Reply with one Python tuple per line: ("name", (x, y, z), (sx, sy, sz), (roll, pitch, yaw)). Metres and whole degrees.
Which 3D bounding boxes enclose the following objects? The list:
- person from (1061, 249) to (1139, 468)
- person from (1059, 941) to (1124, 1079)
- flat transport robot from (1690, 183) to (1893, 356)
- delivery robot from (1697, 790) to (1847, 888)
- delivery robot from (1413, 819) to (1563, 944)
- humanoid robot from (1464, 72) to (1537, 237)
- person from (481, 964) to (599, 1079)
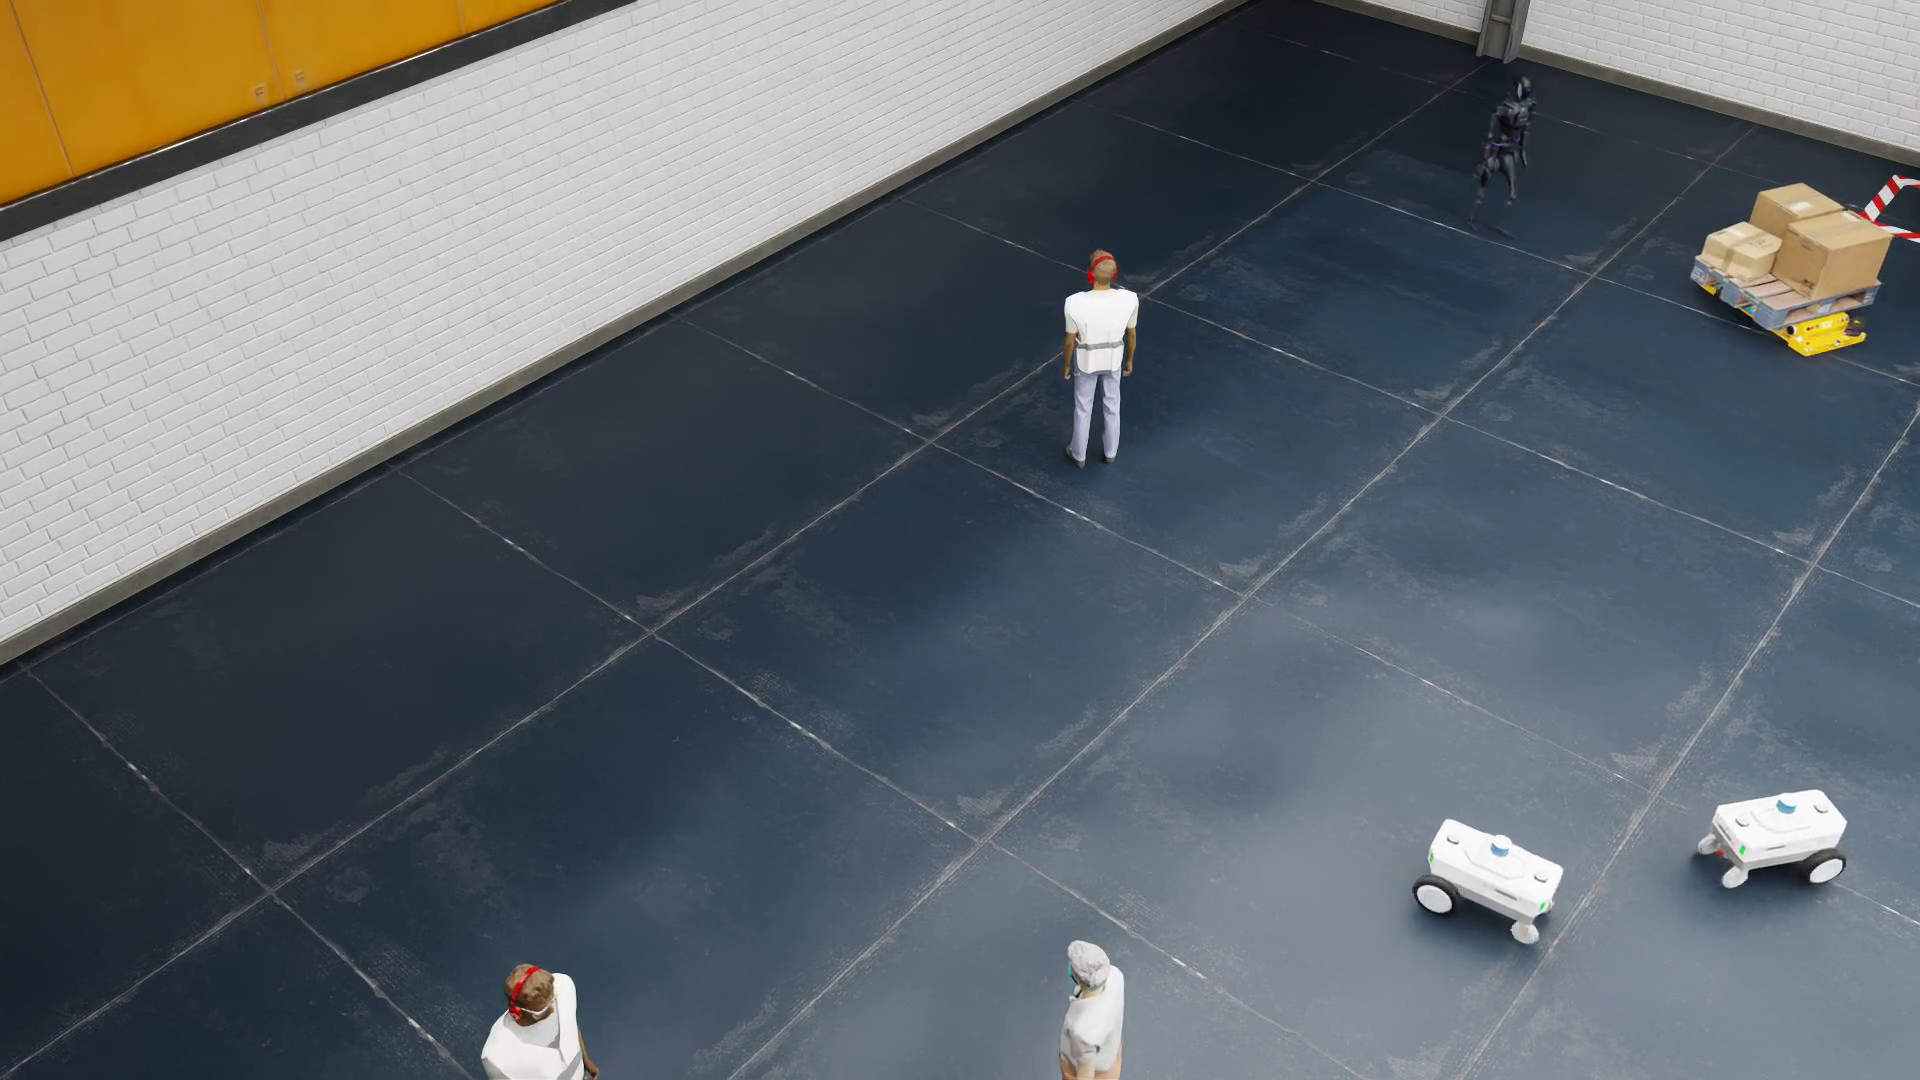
("person", (1.058, -1.355, 12.708), (0.569, 1.849, 0.384), (-6, 39, -7))
("person", (0.609, 2.518, 7.984), (0.326, 1.744, 0.478), (14, 41, 17))
("flat transport robot", (7.344, -2.134, 14.935), (0.659, 0.231, 1.431), (-14, 41, -17))
("delivery robot", (4.875, 1.748, 9.904), (0.791, 0.614, 0.499), (-7, 39, -9))
("delivery robot", (3.074, 1.942, 9.644), (0.793, 0.590, 0.499), (22, 44, 25))
("humanoid robot", (5.125, -3.613, 15.657), (0.609, 1.644, 0.449), (-20, 43, -23))
("person", (-1.928, 2.598, 7.808), (0.390, 1.841, 0.565), (16, 42, 19))
